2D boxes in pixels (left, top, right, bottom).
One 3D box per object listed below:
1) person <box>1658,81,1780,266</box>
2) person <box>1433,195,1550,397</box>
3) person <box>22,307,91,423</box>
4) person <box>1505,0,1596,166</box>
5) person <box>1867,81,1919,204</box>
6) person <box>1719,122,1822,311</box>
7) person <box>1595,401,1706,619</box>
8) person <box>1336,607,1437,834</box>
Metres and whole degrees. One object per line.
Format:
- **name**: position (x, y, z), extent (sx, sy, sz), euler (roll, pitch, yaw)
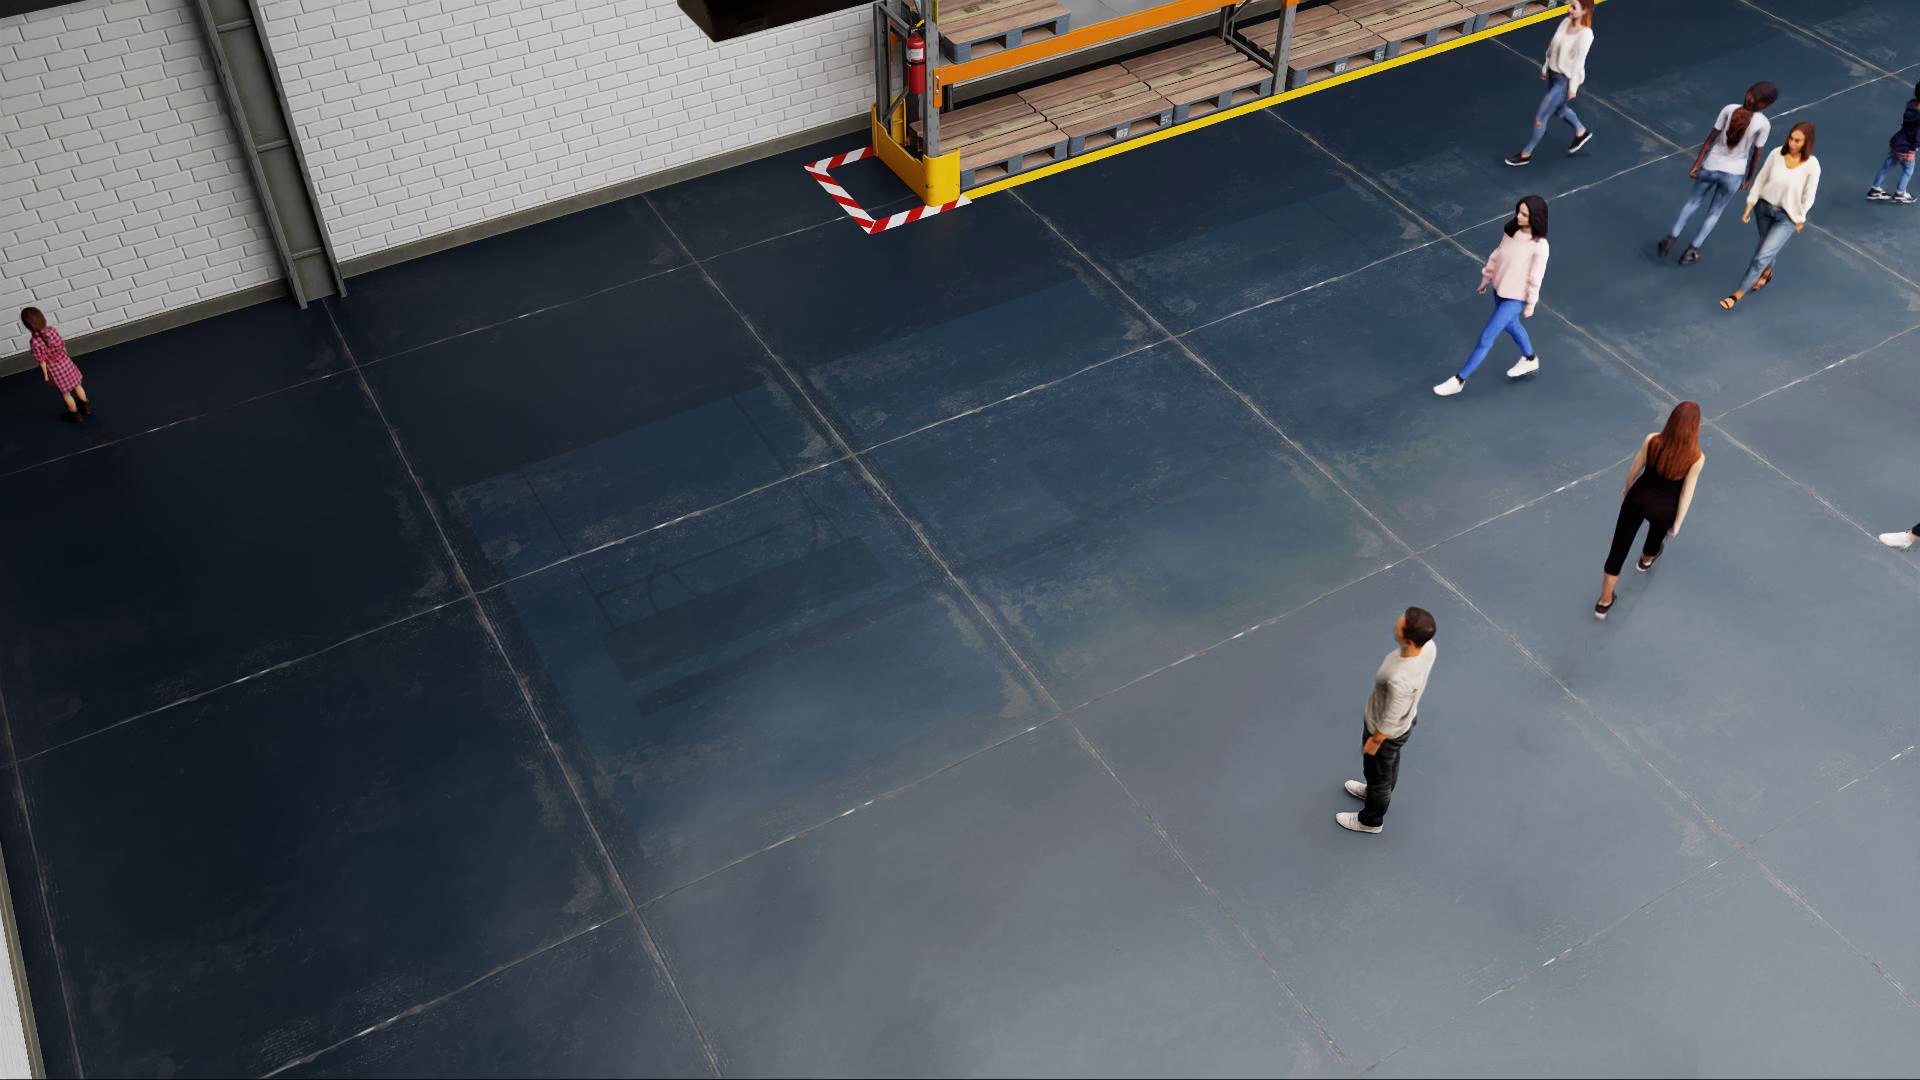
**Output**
- **person**: position (6.404, -3.083, 14.081), extent (0.772, 1.688, 0.749), euler (19, 47, 19)
- **person**: position (4.308, -1.884, 12.797), extent (1.245, 1.724, 0.854), euler (-12, 45, -12)
- **person**: position (-6.935, -1.349, 12.743), extent (0.562, 1.021, 0.492), euler (15, 46, 16)
- **person**: position (5.598, -4.217, 15.290), extent (1.173, 1.662, 0.875), euler (-7, 44, -8)
- **person**: position (8.458, -3.583, 14.950), extent (0.747, 1.213, 0.677), euler (0, 44, 0)
- **person**: position (6.794, -2.727, 13.741), extent (1.067, 1.642, 0.685), euler (-28, 50, -26)
- **person**: position (4.529, -0.164, 11.014), extent (0.885, 1.691, 1.163), euler (27, 50, 25)
- **person**: position (2.515, 1.044, 9.659), extent (0.791, 1.812, 0.680), euler (20, 47, 19)
